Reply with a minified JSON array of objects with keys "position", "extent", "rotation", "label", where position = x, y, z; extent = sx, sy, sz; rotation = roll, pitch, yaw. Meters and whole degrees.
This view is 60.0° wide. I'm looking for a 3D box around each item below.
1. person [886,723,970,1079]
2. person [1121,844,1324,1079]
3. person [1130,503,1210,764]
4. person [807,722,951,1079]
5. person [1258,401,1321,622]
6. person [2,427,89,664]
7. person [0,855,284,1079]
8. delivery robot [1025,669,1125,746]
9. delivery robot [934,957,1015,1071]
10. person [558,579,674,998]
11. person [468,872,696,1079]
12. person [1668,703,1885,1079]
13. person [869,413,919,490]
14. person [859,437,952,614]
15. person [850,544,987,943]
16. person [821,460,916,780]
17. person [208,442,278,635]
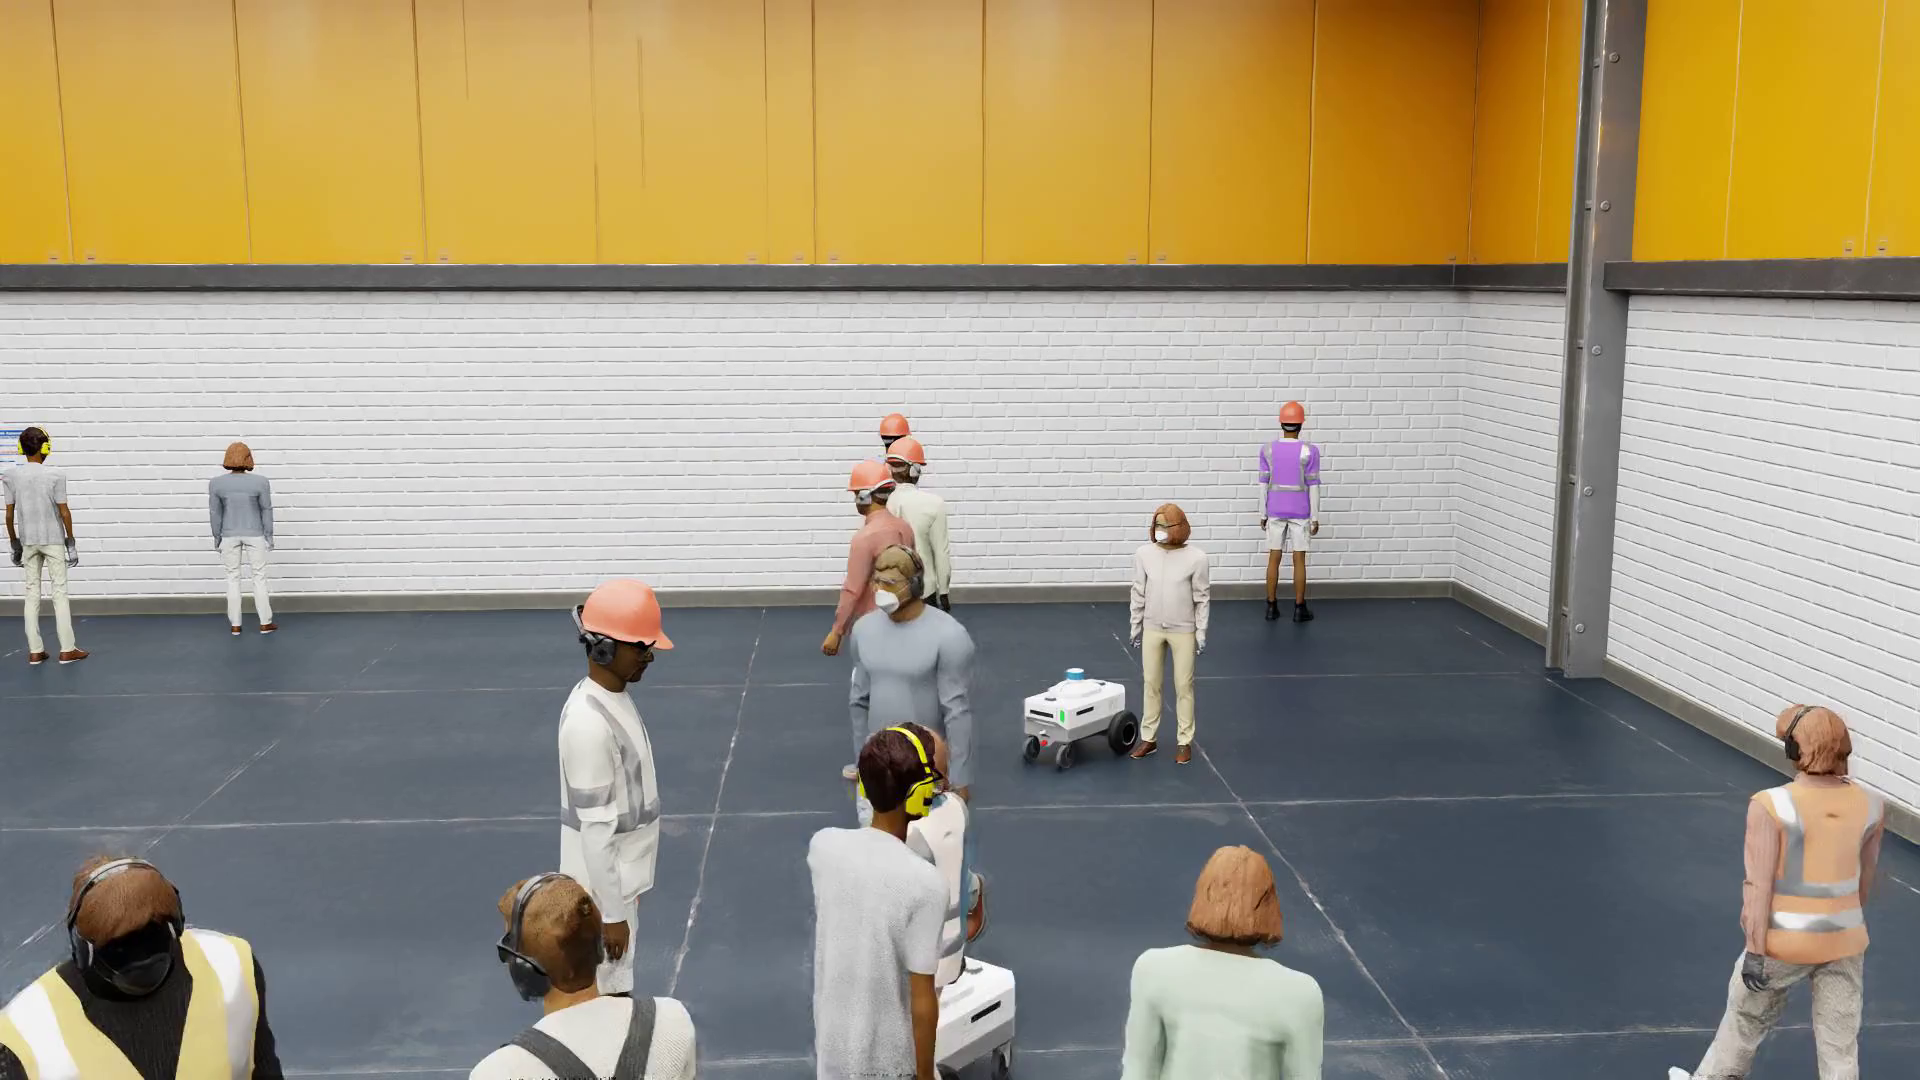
[{"position":[-0.170,1.379,5.344],"extent":[0.388,1.626,0.516],"rotation":[4,10,22],"label":"person"},{"position":[0.683,1.572,4.309],"extent":[0.512,1.574,0.876],"rotation":[4,10,23],"label":"person"},{"position":[1.297,0.578,10.360],"extent":[0.507,1.631,0.276],"rotation":[4,10,26],"label":"person"},{"position":[-0.185,1.398,4.606],"extent":[0.534,1.834,0.871],"rotation":[6,11,33],"label":"person"},{"position":[2.892,-0.247,14.580],"extent":[0.549,1.941,0.354],"rotation":[4,10,26],"label":"person"},{"position":[-7.154,0.045,12.990],"extent":[0.510,1.865,0.329],"rotation":[-1,9,-4],"label":"person"},{"position":[-1.745,1.556,3.648],"extent":[0.650,1.815,0.601],"rotation":[-9,12,-43],"label":"person"},{"position":[0.725,1.053,10.460],"extent":[0.477,0.478,0.707],"rotation":[8,12,40],"label":"delivery robot"},{"position":[-0.109,1.750,6.083],"extent":[0.477,0.478,0.707],"rotation":[7,11,37],"label":"delivery robot"},{"position":[-1.143,1.136,5.609],"extent":[0.391,2.033,0.605],"rotation":[-1,9,-8],"label":"person"},{"position":[-0.771,1.585,3.491],"extent":[0.508,1.813,0.612],"rotation":[-6,11,-34],"label":"person"},{"position":[2.808,1.337,5.671],"extent":[0.530,1.599,0.814],"rotation":[-1,9,-8],"label":"person"},{"position":[-0.516,-0.046,13.321],"extent":[0.545,1.940,0.352],"rotation":[6,11,35],"label":"person"},{"position":[-0.349,0.329,10.822],"extent":[0.608,1.987,0.391],"rotation":[2,9,12],"label":"person"},{"position":[-0.182,0.950,7.140],"extent":[0.636,1.917,0.716],"rotation":[6,11,35],"label":"person"},{"position":[-0.527,0.513,9.736],"extent":[0.688,1.959,0.607],"rotation":[3,9,18],"label":"person"},{"position":[-6.061,-0.012,14.062],"extent":[0.501,1.633,0.283],"rotation":[-2,9,-11],"label":"person"}]
